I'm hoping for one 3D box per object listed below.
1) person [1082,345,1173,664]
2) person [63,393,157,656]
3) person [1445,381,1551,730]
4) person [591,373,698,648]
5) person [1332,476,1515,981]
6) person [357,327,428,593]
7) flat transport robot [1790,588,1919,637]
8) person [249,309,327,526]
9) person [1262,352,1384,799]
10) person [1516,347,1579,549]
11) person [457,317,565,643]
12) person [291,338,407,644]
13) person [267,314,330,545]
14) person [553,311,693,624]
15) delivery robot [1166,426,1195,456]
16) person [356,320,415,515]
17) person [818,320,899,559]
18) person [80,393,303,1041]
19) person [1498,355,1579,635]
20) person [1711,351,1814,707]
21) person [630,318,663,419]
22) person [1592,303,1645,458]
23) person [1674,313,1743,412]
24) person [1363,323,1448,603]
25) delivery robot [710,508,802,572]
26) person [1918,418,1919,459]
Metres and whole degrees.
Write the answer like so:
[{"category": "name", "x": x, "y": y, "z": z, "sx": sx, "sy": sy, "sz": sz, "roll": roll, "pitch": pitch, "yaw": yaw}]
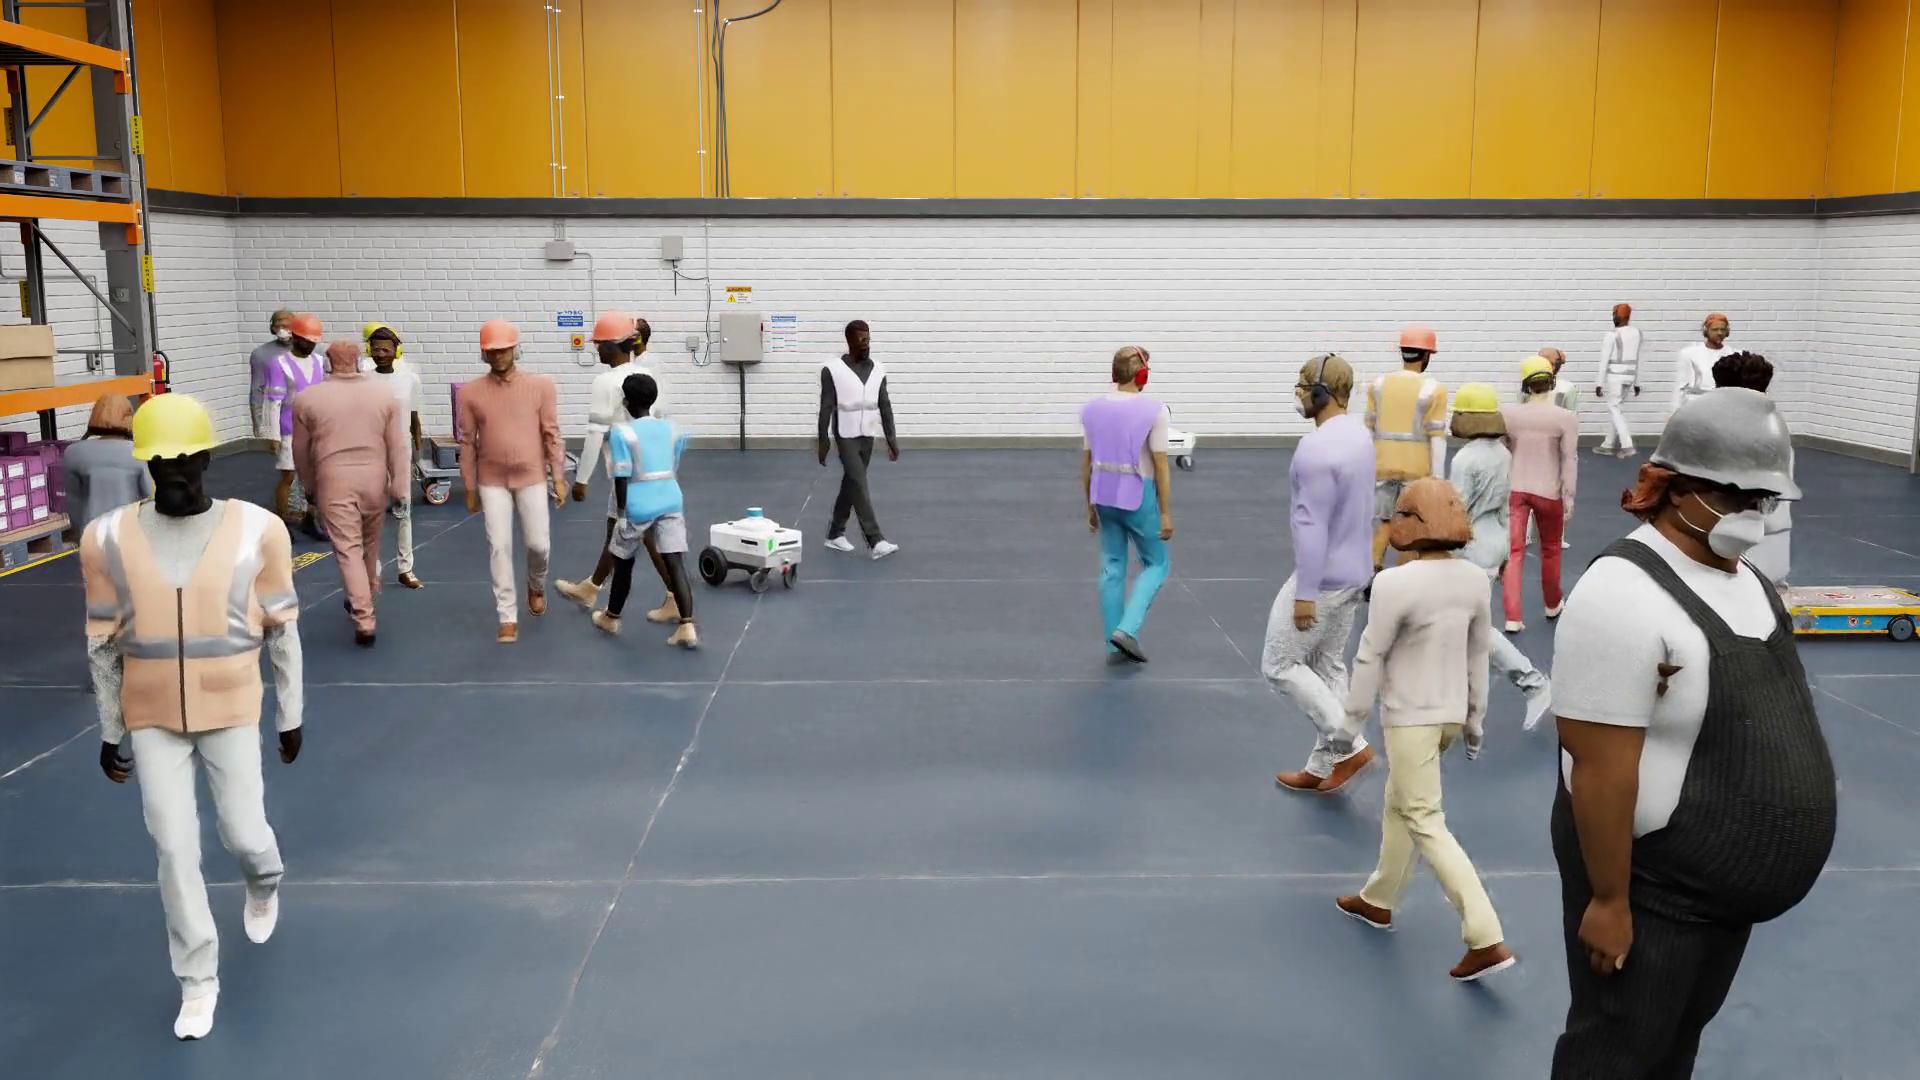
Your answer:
[{"category": "person", "x": 0.956, "y": -0.186, "z": 9.465, "sx": 0.591, "sy": 1.834, "sz": 0.443, "roll": 7, "pitch": 12, "yaw": 38}, {"category": "person", "x": -4.665, "y": -0.015, "z": 9.190, "sx": 0.507, "sy": 1.582, "sz": 0.850, "roll": -3, "pitch": 10, "yaw": -15}, {"category": "person", "x": 2.629, "y": 0.076, "z": 8.240, "sx": 0.769, "sy": 1.717, "sz": 0.496, "roll": 9, "pitch": 13, "yaw": 44}, {"category": "person", "x": -1.882, "y": -0.183, "z": 10.036, "sx": 0.533, "sy": 1.641, "sz": 0.906, "roll": -8, "pitch": 12, "yaw": -42}, {"category": "person", "x": 1.539, "y": 0.594, "z": 5.417, "sx": 0.506, "sy": 1.598, "sz": 0.820, "roll": -6, "pitch": 11, "yaw": -34}, {"category": "person", "x": -4.013, "y": -0.563, "z": 11.708, "sx": 0.514, "sy": 1.865, "sz": 0.327, "roll": -6, "pitch": 11, "yaw": -34}, {"category": "flat transport robot", "x": 5.395, "y": 0.445, "z": 10.393, "sx": 1.431, "sy": 0.197, "sz": 0.652, "roll": 0, "pitch": 9, "yaw": -1}, {"category": "person", "x": -5.878, "y": -1.056, "z": 14.573, "sx": 0.650, "sy": 1.911, "sz": 0.747, "roll": -2, "pitch": 10, "yaw": -13}, {"category": "person", "x": 1.529, "y": 0.172, "z": 7.019, "sx": 0.451, "sy": 1.920, "sz": 0.646, "roll": 6, "pitch": 11, "yaw": 31}, {"category": "person", "x": 4.734, "y": -0.737, "z": 13.459, "sx": 0.514, "sy": 1.640, "sz": 0.310, "roll": 8, "pitch": 12, "yaw": 39}, {"category": "person", "x": -2.763, "y": -0.383, "z": 10.254, "sx": 0.636, "sy": 1.976, "sz": 0.639, "roll": -2, "pitch": 9, "yaw": -11}, {"category": "person", "x": -3.758, "y": -0.311, "z": 10.274, "sx": 0.624, "sy": 1.846, "sz": 1.084, "roll": -6, "pitch": 11, "yaw": -34}, {"category": "person", "x": -5.408, "y": -0.899, "z": 13.674, "sx": 0.611, "sy": 1.889, "sz": 0.686, "roll": 6, "pitch": 11, "yaw": 31}, {"category": "person", "x": -2.190, "y": -0.458, "z": 10.663, "sx": 1.075, "sy": 1.986, "sz": 0.621, "roll": 3, "pitch": 10, "yaw": 17}, {"category": "delivery robot", "x": 2.275, "y": -1.103, "z": 18.733, "sx": 0.707, "sy": 0.478, "sz": 0.477, "roll": -1, "pitch": 9, "yaw": -7}, {"category": "person", "x": -5.179, "y": -1.080, "z": 15.057, "sx": 0.605, "sy": 1.807, "sz": 0.593, "roll": -8, "pitch": 13, "yaw": -42}, {"category": "person", "x": -0.778, "y": -0.797, "z": 13.129, "sx": 0.616, "sy": 1.861, "sz": 0.990, "roll": -8, "pitch": 12, "yaw": -41}, {"category": "person", "x": -2.324, "y": 0.493, "z": 5.106, "sx": 0.591, "sy": 1.908, "sz": 0.704, "roll": -2, "pitch": 10, "yaw": -14}, {"category": "person", "x": 3.641, "y": -0.297, "z": 10.502, "sx": 0.541, "sy": 1.725, "sz": 0.862, "roll": 6, "pitch": 11, "yaw": 31}, {"category": "person", "x": 3.441, "y": 0.118, "z": 7.390, "sx": 0.633, "sy": 1.908, "sz": 1.024, "roll": -7, "pitch": 12, "yaw": -37}, {"category": "person", "x": -2.665, "y": -0.934, "z": 14.001, "sx": 0.318, "sy": 1.860, "sz": 0.509, "roll": 0, "pitch": 9, "yaw": 1}, {"category": "person", "x": 7.923, "y": -1.911, "z": 19.993, "sx": 0.593, "sy": 1.862, "sz": 0.806, "roll": -4, "pitch": 10, "yaw": -22}, {"category": "person", "x": 6.873, "y": -1.120, "z": 15.144, "sx": 0.606, "sy": 1.850, "sz": 0.869, "roll": 1, "pitch": 9, "yaw": 4}, {"category": "person", "x": 2.891, "y": -0.456, "z": 10.906, "sx": 0.601, "sy": 1.913, "sz": 0.540, "roll": 7, "pitch": 12, "yaw": 36}, {"category": "delivery robot", "x": -1.458, "y": 0.013, "z": 11.887, "sx": 0.707, "sy": 0.478, "sz": 0.477, "roll": 8, "pitch": 12, "yaw": 42}, {"category": "person", "x": 7.805, "y": -0.799, "z": 12.955, "sx": 0.594, "sy": 1.926, "sz": 0.366, "roll": 3, "pitch": 10, "yaw": 18}]
